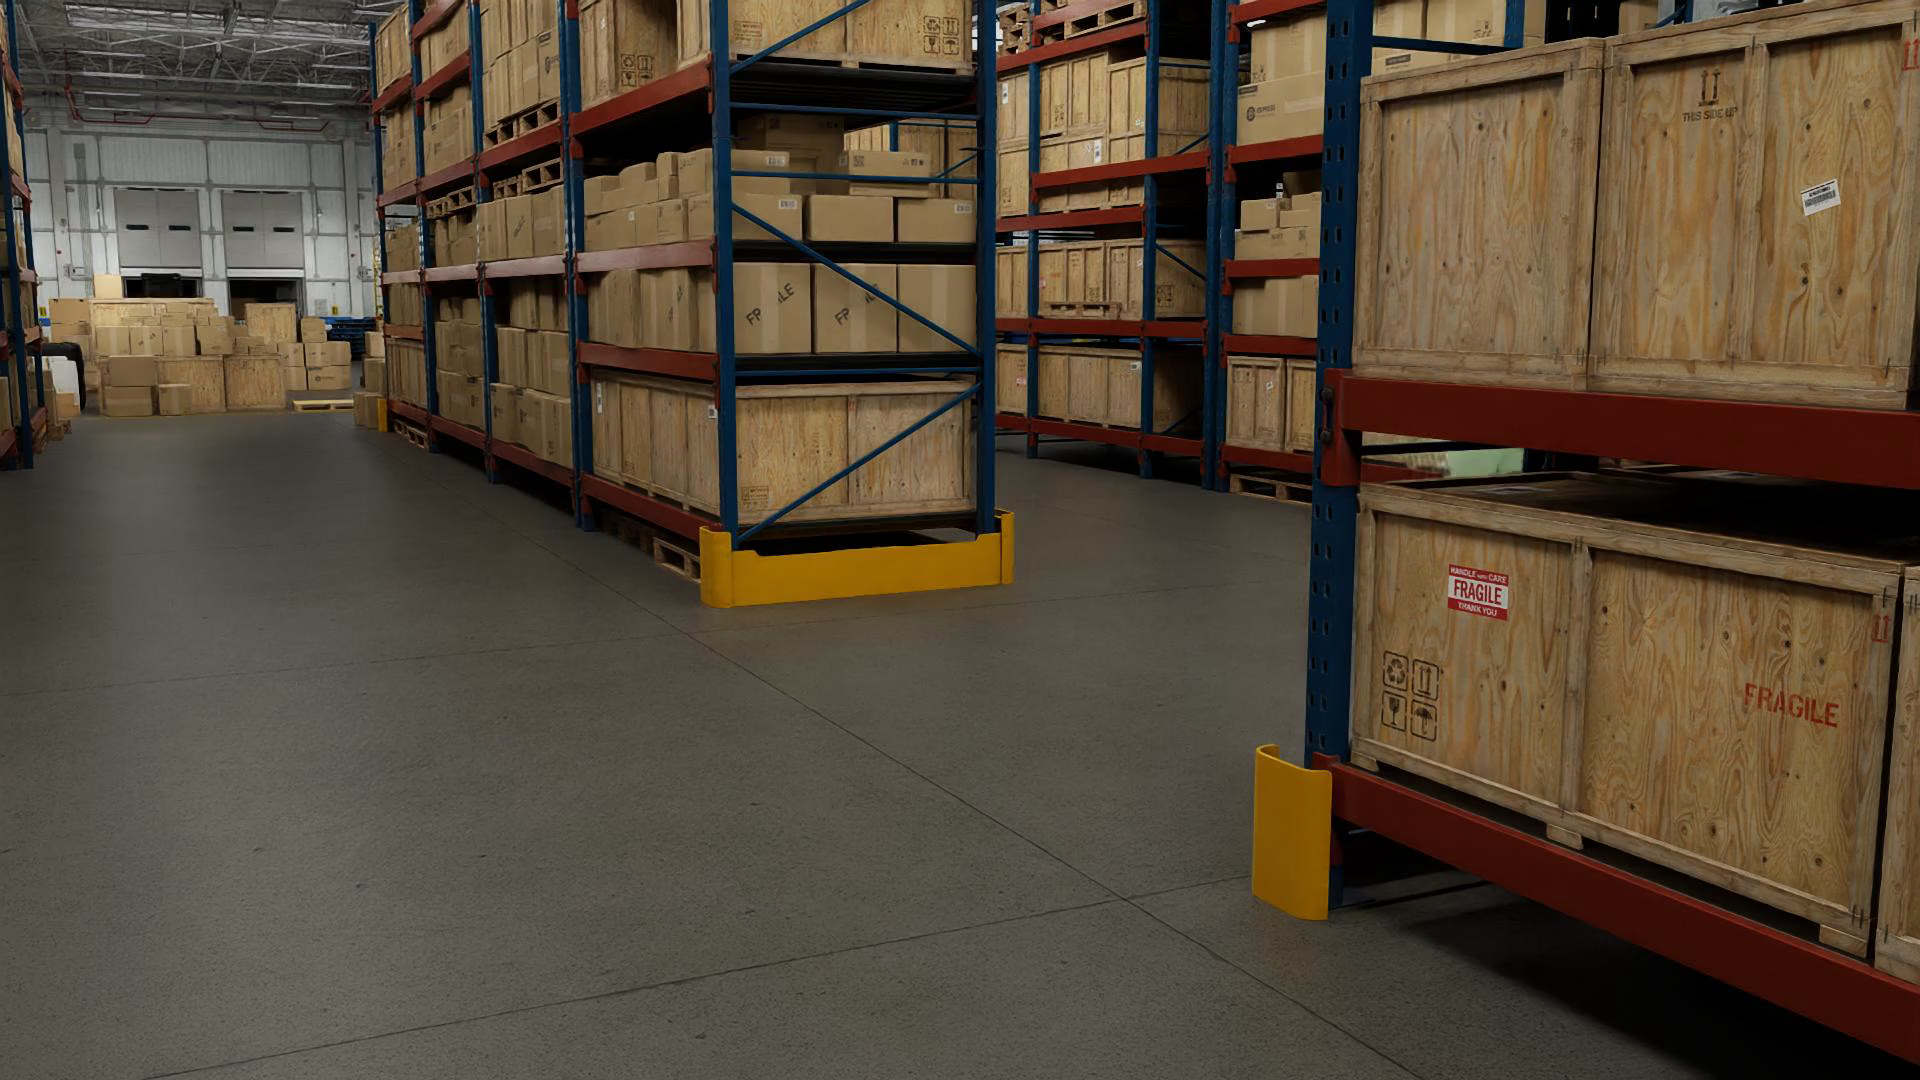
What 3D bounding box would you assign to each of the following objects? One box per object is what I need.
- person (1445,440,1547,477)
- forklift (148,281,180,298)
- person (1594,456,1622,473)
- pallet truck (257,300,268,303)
[{"bbox_3d":[2.298,0.123,6.870,0.776,1.813,0.595,-5,9,-29],"label":"person"},{"bbox_3d":[-24.807,-6.941,51.950,1.129,2.768,1.873,-3,9,-22],"label":"forklift"},{"bbox_3d":[2.989,-0.119,8.245,0.637,1.911,0.403,-5,9,-29],"label":"person"},{"bbox_3d":[-23.913,-7.404,58.171,1.885,1.965,0.823,-1,8,-9],"label":"pallet truck"}]
